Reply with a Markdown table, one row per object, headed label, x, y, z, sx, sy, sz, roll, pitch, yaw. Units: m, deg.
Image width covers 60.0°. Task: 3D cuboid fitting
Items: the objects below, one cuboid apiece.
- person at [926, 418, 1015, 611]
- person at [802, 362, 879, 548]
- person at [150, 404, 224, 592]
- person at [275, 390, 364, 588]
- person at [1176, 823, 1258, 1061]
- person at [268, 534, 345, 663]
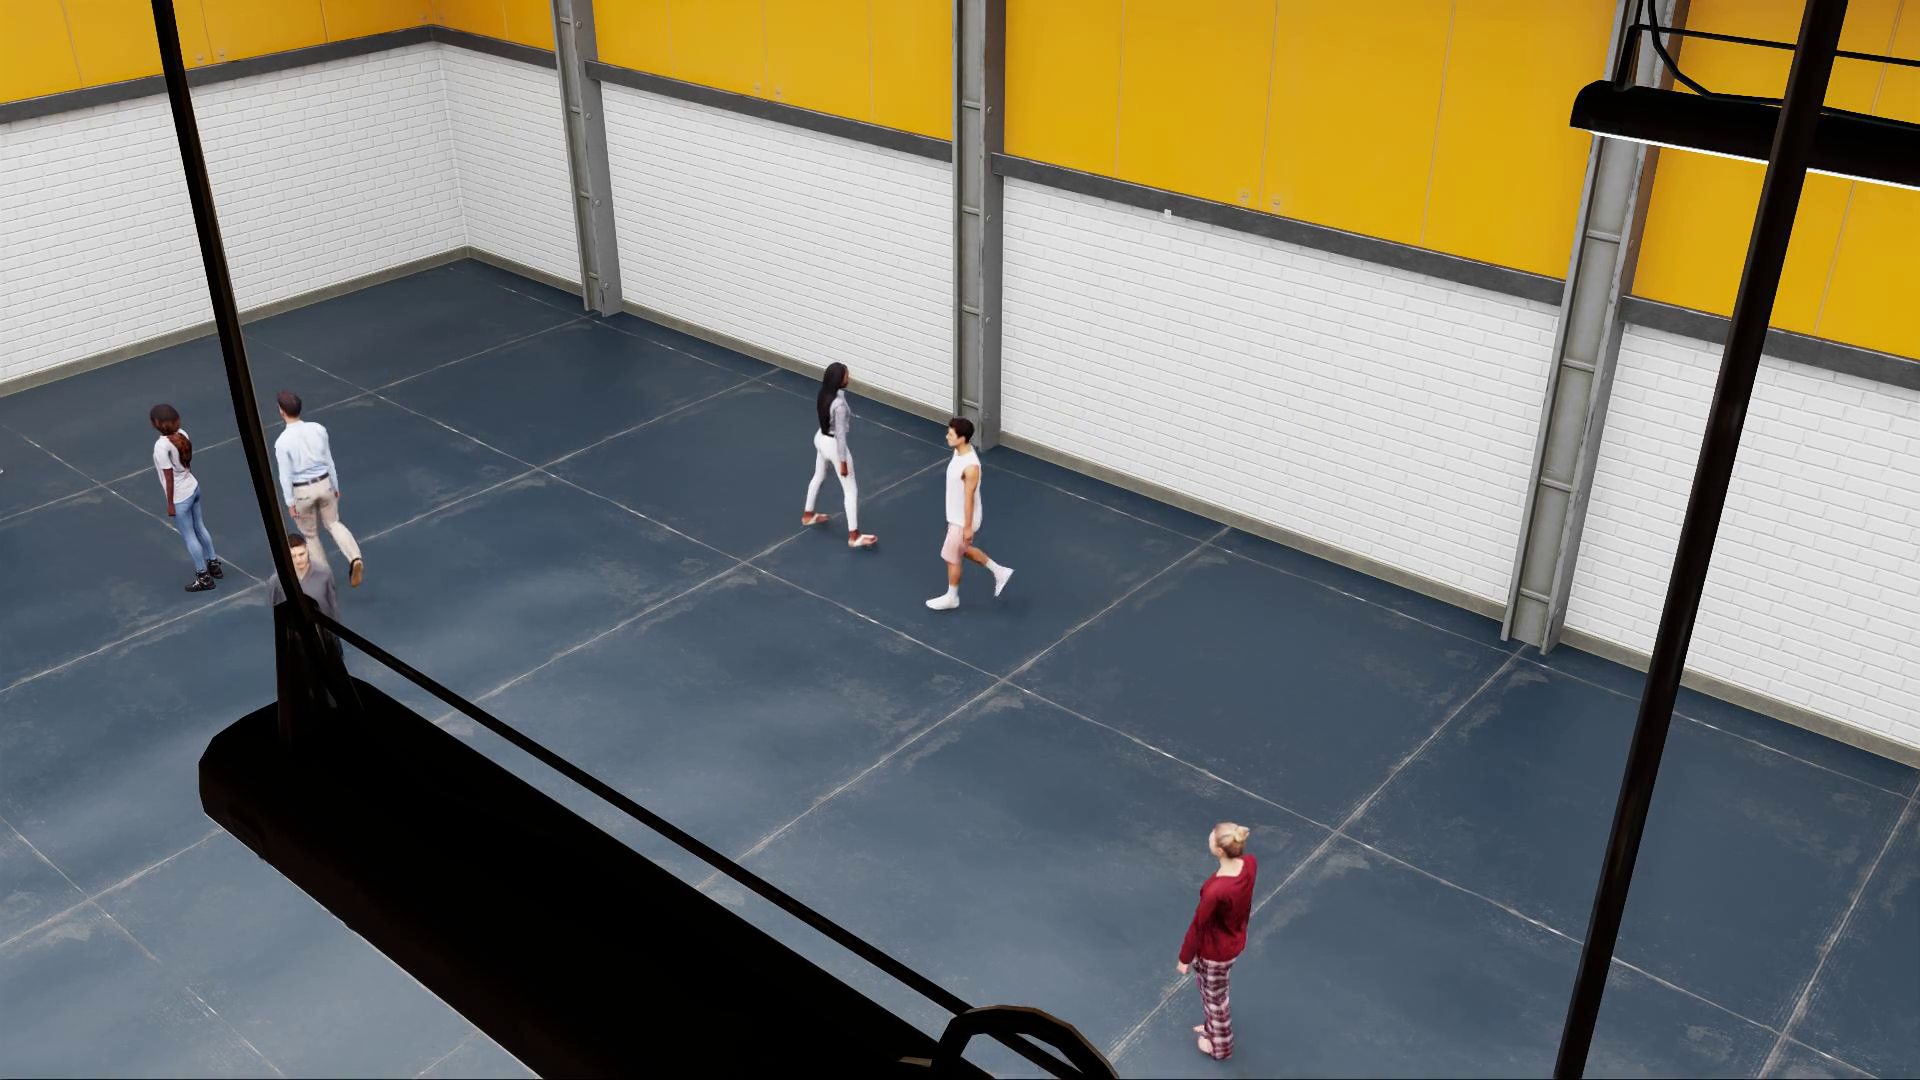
| label | x | y | z | sx | sy | sz | roll | pitch | yaw |
| --- | --- | --- | --- | --- | --- | --- | --- | --- | --- |
| person | 0.112 | -0.209 | 13.958 | 1.081 | 1.768 | 1.036 | -4 | 29 | -8 |
| person | -1.127 | -0.782 | 15.096 | 1.088 | 1.685 | 0.927 | -13 | 31 | -22 |
| person | -6.690 | -0.377 | 14.318 | 0.706 | 1.719 | 0.666 | 1 | 29 | 1 |
| person | -5.498 | -0.379 | 14.208 | 0.953 | 1.828 | 0.635 | 21 | 35 | 33 |
| person | 1.542 | 2.310 | 9.418 | 0.580 | 1.693 | 0.646 | 21 | 35 | 33 |
| person | -4.800 | 0.709 | 12.305 | 0.819 | 1.741 | 0.932 | -12 | 31 | -20 |
